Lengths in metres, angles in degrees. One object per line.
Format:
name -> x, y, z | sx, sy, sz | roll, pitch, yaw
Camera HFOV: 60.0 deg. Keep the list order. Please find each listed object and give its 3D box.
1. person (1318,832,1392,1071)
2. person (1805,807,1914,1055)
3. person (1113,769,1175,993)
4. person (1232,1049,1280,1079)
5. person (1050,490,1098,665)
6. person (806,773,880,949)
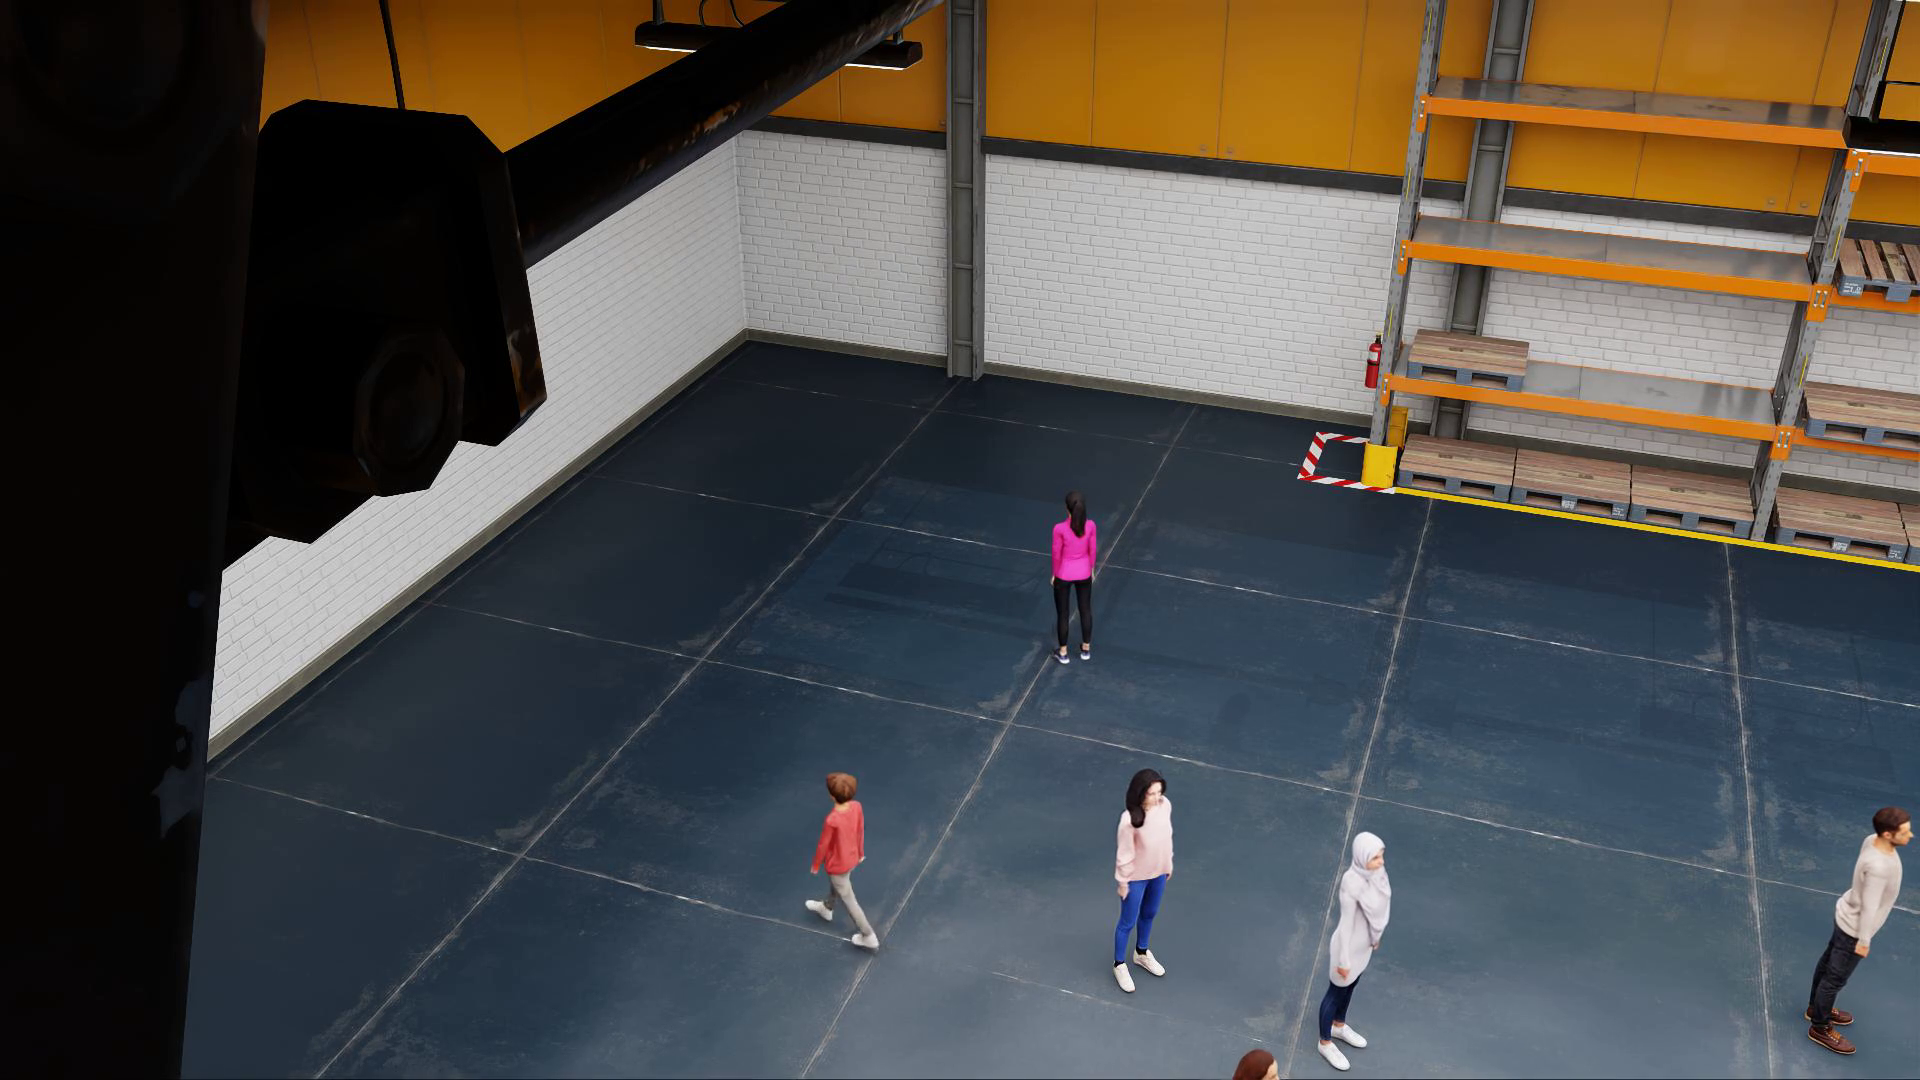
person -> 2.541, 2.619, 10.774 | 0.668, 1.775, 0.682 | 25, 37, 37
person -> 5.868, 2.501, 10.894 | 0.609, 1.868, 0.676 | 13, 31, 23
person -> 1.252, 2.288, 11.388 | 0.732, 1.768, 0.747 | -19, 34, -30
person -> 1.554, 3.471, 9.550 | 0.945, 1.451, 0.713 | 18, 34, 30
person -> 1.027, 0.325, 15.059 | 0.666, 1.698, 0.748 | -8, 30, -14
person -> -0.784, 2.296, 11.772 | 0.992, 1.387, 0.686 | 19, 34, 30
